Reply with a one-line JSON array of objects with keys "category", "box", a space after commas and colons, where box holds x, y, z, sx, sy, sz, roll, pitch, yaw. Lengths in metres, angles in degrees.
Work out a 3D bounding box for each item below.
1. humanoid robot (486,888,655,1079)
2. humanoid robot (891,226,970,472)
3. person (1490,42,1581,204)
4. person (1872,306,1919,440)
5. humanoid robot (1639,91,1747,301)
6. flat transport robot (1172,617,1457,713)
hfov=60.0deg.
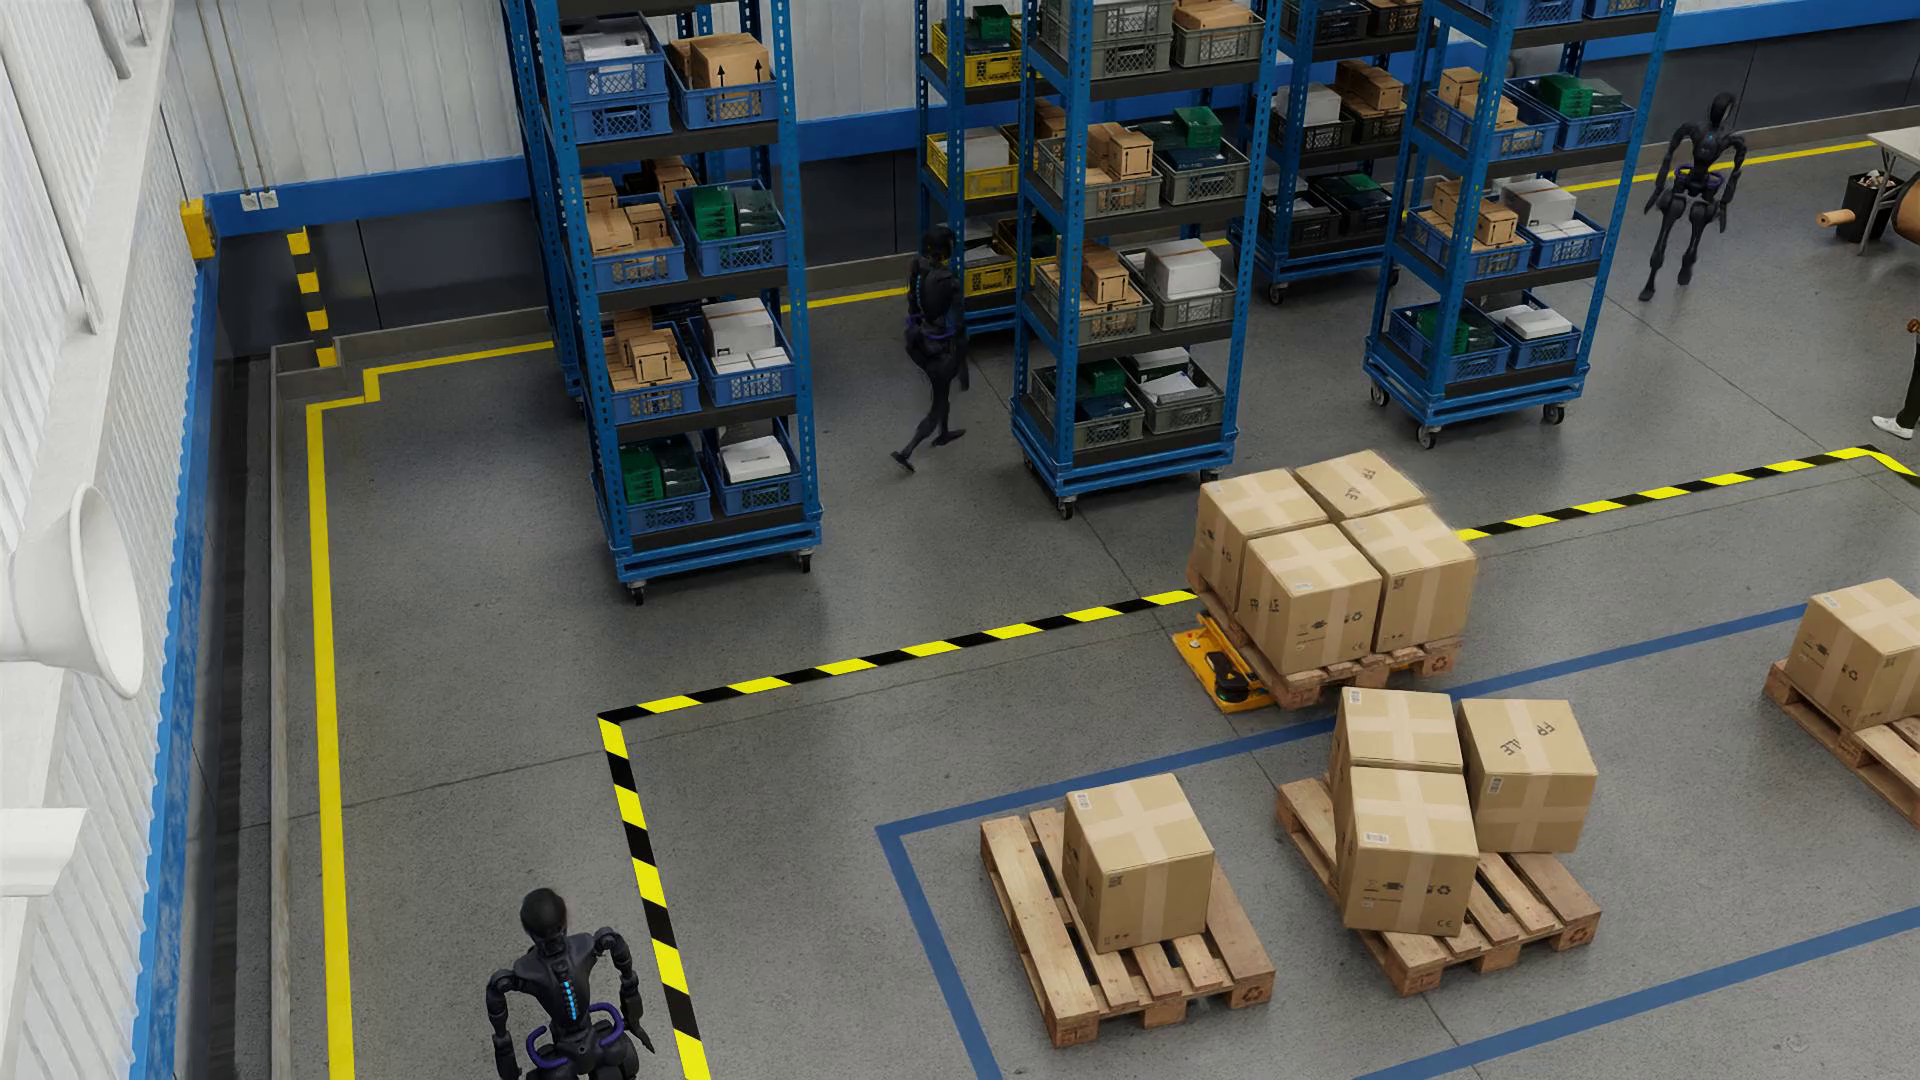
[{"category": "humanoid robot", "box": [-1.420, 1.904, 6.124, 0.599, 1.653, 0.315, -18, 39, -24]}, {"category": "humanoid robot", "box": [-0.214, -1.234, 10.606, 0.689, 1.636, 0.610, -24, 42, -30]}, {"category": "person", "box": [4.631, -3.477, 13.537, 0.634, 1.937, 0.352, 8, 36, 11]}, {"category": "person", "box": [6.461, -1.510, 10.823, 0.588, 1.852, 0.371, -10, 36, -14]}, {"category": "humanoid robot", "box": [5.513, -2.615, 12.542, 0.599, 1.643, 0.497, 15, 38, 20]}, {"category": "flat transport robot", "box": [1.974, 0.548, 9.254, 1.431, 0.197, 0.652, -11, 37, -15]}]
